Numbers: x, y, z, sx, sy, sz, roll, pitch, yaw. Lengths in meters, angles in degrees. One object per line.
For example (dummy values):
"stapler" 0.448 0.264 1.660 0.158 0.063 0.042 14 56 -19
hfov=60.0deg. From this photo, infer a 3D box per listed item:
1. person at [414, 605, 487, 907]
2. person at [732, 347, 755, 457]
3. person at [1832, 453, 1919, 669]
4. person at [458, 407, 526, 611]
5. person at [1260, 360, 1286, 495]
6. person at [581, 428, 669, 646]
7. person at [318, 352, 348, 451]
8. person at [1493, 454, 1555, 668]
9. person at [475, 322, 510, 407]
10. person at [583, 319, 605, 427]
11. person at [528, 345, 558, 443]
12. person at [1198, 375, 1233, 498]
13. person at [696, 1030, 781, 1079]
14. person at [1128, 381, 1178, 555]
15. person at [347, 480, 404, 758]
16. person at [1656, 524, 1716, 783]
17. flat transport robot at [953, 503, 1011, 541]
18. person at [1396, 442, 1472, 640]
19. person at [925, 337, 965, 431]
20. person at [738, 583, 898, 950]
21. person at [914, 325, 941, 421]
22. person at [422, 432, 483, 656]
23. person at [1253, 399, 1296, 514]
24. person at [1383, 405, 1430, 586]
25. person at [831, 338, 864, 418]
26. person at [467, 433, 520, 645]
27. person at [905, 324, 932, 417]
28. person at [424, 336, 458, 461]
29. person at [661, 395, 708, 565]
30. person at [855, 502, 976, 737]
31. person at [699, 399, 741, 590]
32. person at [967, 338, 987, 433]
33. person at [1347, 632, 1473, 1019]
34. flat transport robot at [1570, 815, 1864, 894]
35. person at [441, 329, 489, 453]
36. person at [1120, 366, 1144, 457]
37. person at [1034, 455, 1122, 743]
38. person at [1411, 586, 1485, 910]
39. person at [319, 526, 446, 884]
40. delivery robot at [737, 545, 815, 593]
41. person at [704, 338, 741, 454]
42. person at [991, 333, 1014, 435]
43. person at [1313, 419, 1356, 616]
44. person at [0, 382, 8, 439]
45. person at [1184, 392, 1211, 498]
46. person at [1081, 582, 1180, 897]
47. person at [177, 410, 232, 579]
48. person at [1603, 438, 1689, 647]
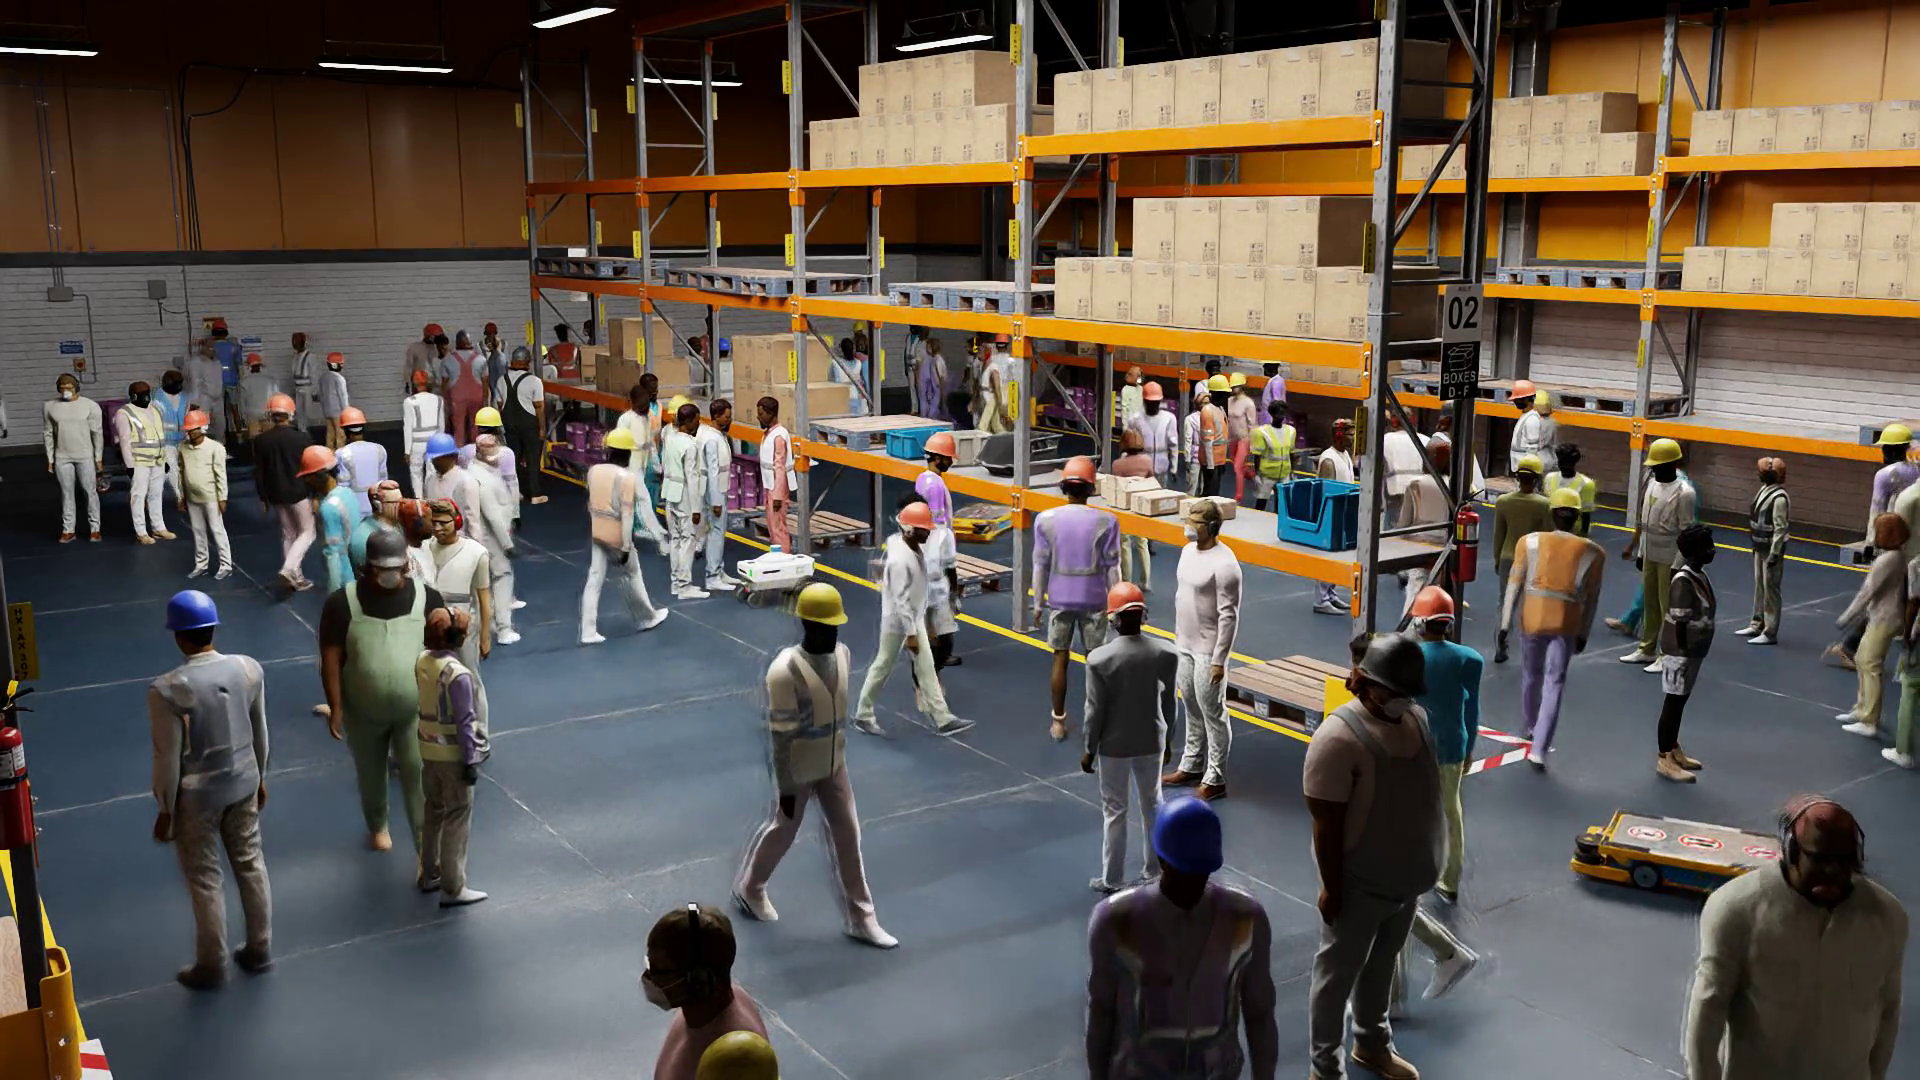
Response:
"person" -2.763 1.156 8.991 0.313 1.632 0.516 -10 15 -42
"person" -3.294 -2.101 25.108 0.347 1.846 0.508 -10 15 -41
"person" 7.517 0.178 13.204 0.628 1.952 1.023 -9 14 -38
"person" -4.387 -0.281 15.582 0.587 1.928 0.363 2 11 12
"person" 4.141 -1.555 22.101 0.369 1.928 0.586 2 11 8
"person" -2.988 -0.046 14.538 0.605 1.865 1.015 6 13 30
"person" -9.005 -1.845 24.046 0.564 1.745 0.345 8 14 36
"person" 4.643 0.173 13.699 0.524 1.761 0.339 10 15 41
"person" -7.986 -2.780 28.487 0.573 1.883 0.359 -5 12 -25
"person" -6.276 -2.829 28.617 0.365 1.932 0.629 -2 11 -11
"person" -6.380 -2.114 25.398 0.522 1.761 0.321 4 12 19
"person" 2.873 -0.901 18.752 0.362 1.928 0.587 4 12 20
"person" -0.563 2.050 4.161 0.490 1.730 0.324 3 12 17
"person" 2.109 -0.827 18.435 0.549 1.908 0.853 -1 11 -5
"person" -3.907 0.530 11.480 0.406 1.911 0.639 2 11 9
"person" 4.804 0.730 10.990 0.319 1.699 0.533 7 13 32
"flat transport robot" 0.253 -0.225 19.548 0.652 0.197 1.431 4 12 21
"person" 3.931 0.094 13.932 0.631 1.836 1.015 6 13 29
"person" -0.242 -2.293 26.217 0.827 1.811 0.545 0 11 -2
"person" -0.789 1.123 8.529 0.986 1.884 0.607 9 14 37
"person" -0.561 -2.796 28.698 0.536 1.832 0.482 -9 14 -38
"person" -4.232 0.061 13.797 0.656 1.931 0.441 7 13 30
"person" 3.488 -0.732 18.486 0.540 1.694 0.317 -4 12 -22
"person" 4.483 -0.450 16.774 0.562 1.809 0.855 0 11 -1
"person" -1.660 -2.073 24.831 0.447 1.893 0.599 10 15 42
"person" -4.061 -0.025 14.454 0.428 1.858 0.680 -5 12 -23
"person" -0.785 -3.162 30.584 0.639 1.830 0.429 10 15 42
"person" -7.809 -2.160 25.285 0.615 1.887 1.083 -3 11 -15
"person" -2.938 -0.630 17.661 0.614 1.803 0.677 3 11 14
"person" -0.362 0.576 11.783 0.922 1.701 0.586 4 12 18
"person" -2.414 -0.450 16.512 0.410 1.908 0.598 0 11 -2
"person" 0.258 -2.154 25.350 0.334 1.860 0.508 3 11 15
"person" 2.050 1.315 7.646 0.594 1.839 0.555 1 11 5
"flat transport robot" 4.207 1.786 9.256 1.431 0.197 0.652 6 13 29
"person" -7.423 -2.183 25.023 0.696 2.000 0.767 -4 12 -21
"person" 2.410 -1.612 23.177 0.296 1.622 0.505 8 14 37
"person" 0.829 0.419 11.701 0.615 2.041 0.390 2 11 10
"person" 2.507 1.108 8.918 0.572 1.749 0.342 -3 11 -16
"person" -3.243 0.863 9.434 0.690 2.000 0.987 -4 12 -20
"delivery robot" -1.763 0.291 15.937 0.707 0.478 0.477 -6 13 -30
"person" -3.392 -1.929 23.967 0.615 1.944 0.396 -5 12 -22
"person" 0.644 -2.228 25.556 0.551 1.925 0.389 3 12 16
"person" 3.475 -0.222 15.515 0.390 1.837 0.561 6 12 27
"person" -13.026 -1.525 22.124 0.626 1.858 0.464 -1 11 -6
"person" 2.843 -0.935 19.668 0.522 1.639 0.306 -9 14 -37
"person" 0.913 1.086 9.052 0.561 1.742 0.338 -4 12 -20
"person" -7.737 -0.458 16.971 0.563 1.742 0.357 3 11 15
"person" 5.974 0.026 14.338 0.923 1.792 0.544 10 15 41
